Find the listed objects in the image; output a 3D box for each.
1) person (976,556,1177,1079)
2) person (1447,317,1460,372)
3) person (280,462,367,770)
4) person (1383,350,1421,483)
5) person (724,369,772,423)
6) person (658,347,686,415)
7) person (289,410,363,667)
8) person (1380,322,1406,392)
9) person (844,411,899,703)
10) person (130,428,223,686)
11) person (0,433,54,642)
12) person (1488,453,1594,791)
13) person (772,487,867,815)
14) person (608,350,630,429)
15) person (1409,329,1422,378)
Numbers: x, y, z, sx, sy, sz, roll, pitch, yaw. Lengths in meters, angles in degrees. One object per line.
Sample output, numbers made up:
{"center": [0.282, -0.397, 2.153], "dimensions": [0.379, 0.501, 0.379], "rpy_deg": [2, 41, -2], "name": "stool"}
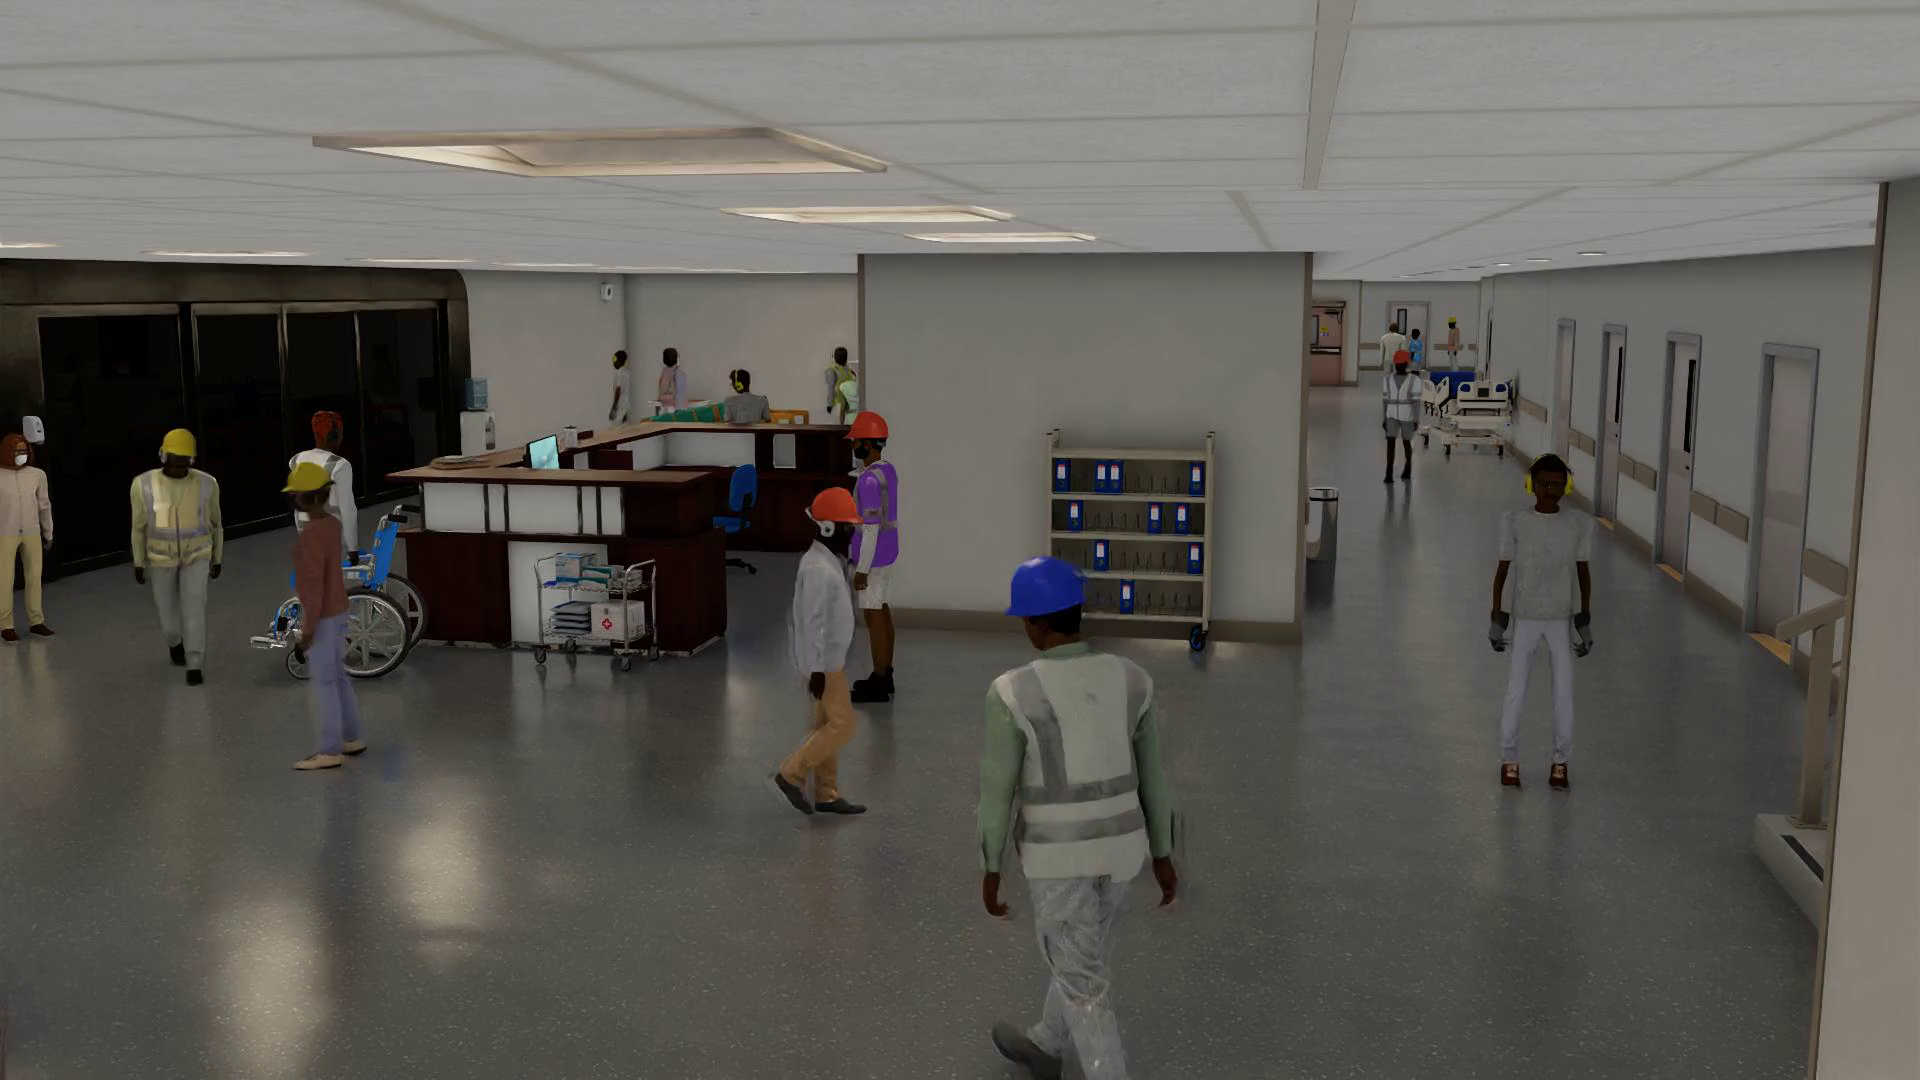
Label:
{"center": [0.387, 1.006, 5.333], "dimensions": [0.650, 1.886, 1.027], "rpy_deg": [-5, 10, -30], "name": "person"}
{"center": [14.871, -5.774, 50.224], "dimensions": [0.399, 1.916, 0.588], "rpy_deg": [-1, 9, -5], "name": "person"}
{"center": [-3.667, 0.435, 9.537], "dimensions": [0.368, 1.774, 0.552], "rpy_deg": [-1, 9, -7], "name": "person"}
{"center": [6.318, -1.779, 23.797], "dimensions": [0.559, 1.895, 0.976], "rpy_deg": [5, 10, 28], "name": "person"}
{"center": [-2.354, -1.006, 18.816], "dimensions": [0.734, 1.853, 0.410], "rpy_deg": [-2, 9, -14], "name": "person"}
{"center": [-4.556, -2.137, 26.363], "dimensions": [0.437, 1.829, 0.654], "rpy_deg": [-5, 10, -31], "name": "person"}
{"center": [-4.561, 0.007, 11.991], "dimensions": [0.582, 1.879, 0.362], "rpy_deg": [5, 10, 28], "name": "person"}
{"center": [10.611, -4.362, 40.763], "dimensions": [0.636, 1.939, 0.364], "rpy_deg": [4, 10, 27], "name": "person"}
{"center": [-0.594, 0.113, 11.068], "dimensions": [0.354, 1.939, 0.545], "rpy_deg": [1, 9, 10], "name": "person"}
{"center": [-5.527, 0.089, 11.770], "dimensions": [0.583, 1.789, 0.873], "rpy_deg": [-4, 9, -25], "name": "person"}
{"center": [-7.367, -0.024, 13.029], "dimensions": [0.286, 1.628, 0.506], "rpy_deg": [6, 11, 36], "name": "person"}
{"center": [3.192, 0.447, 9.139], "dimensions": [0.535, 1.858, 0.361], "rpy_deg": [1, 9, 8], "name": "person"}
{"center": [-0.691, 0.589, 8.560], "dimensions": [0.419, 1.736, 0.585], "rpy_deg": [0, 9, 2], "name": "person"}
{"center": [-5.185, -1.976, 25.311], "dimensions": [0.445, 1.818, 0.577], "rpy_deg": [-1, 9, -8], "name": "person"}
{"center": [12.104, -4.767, 44.247], "dimensions": [0.319, 1.697, 0.532], "rpy_deg": [7, 11, 37], "name": "person"}
